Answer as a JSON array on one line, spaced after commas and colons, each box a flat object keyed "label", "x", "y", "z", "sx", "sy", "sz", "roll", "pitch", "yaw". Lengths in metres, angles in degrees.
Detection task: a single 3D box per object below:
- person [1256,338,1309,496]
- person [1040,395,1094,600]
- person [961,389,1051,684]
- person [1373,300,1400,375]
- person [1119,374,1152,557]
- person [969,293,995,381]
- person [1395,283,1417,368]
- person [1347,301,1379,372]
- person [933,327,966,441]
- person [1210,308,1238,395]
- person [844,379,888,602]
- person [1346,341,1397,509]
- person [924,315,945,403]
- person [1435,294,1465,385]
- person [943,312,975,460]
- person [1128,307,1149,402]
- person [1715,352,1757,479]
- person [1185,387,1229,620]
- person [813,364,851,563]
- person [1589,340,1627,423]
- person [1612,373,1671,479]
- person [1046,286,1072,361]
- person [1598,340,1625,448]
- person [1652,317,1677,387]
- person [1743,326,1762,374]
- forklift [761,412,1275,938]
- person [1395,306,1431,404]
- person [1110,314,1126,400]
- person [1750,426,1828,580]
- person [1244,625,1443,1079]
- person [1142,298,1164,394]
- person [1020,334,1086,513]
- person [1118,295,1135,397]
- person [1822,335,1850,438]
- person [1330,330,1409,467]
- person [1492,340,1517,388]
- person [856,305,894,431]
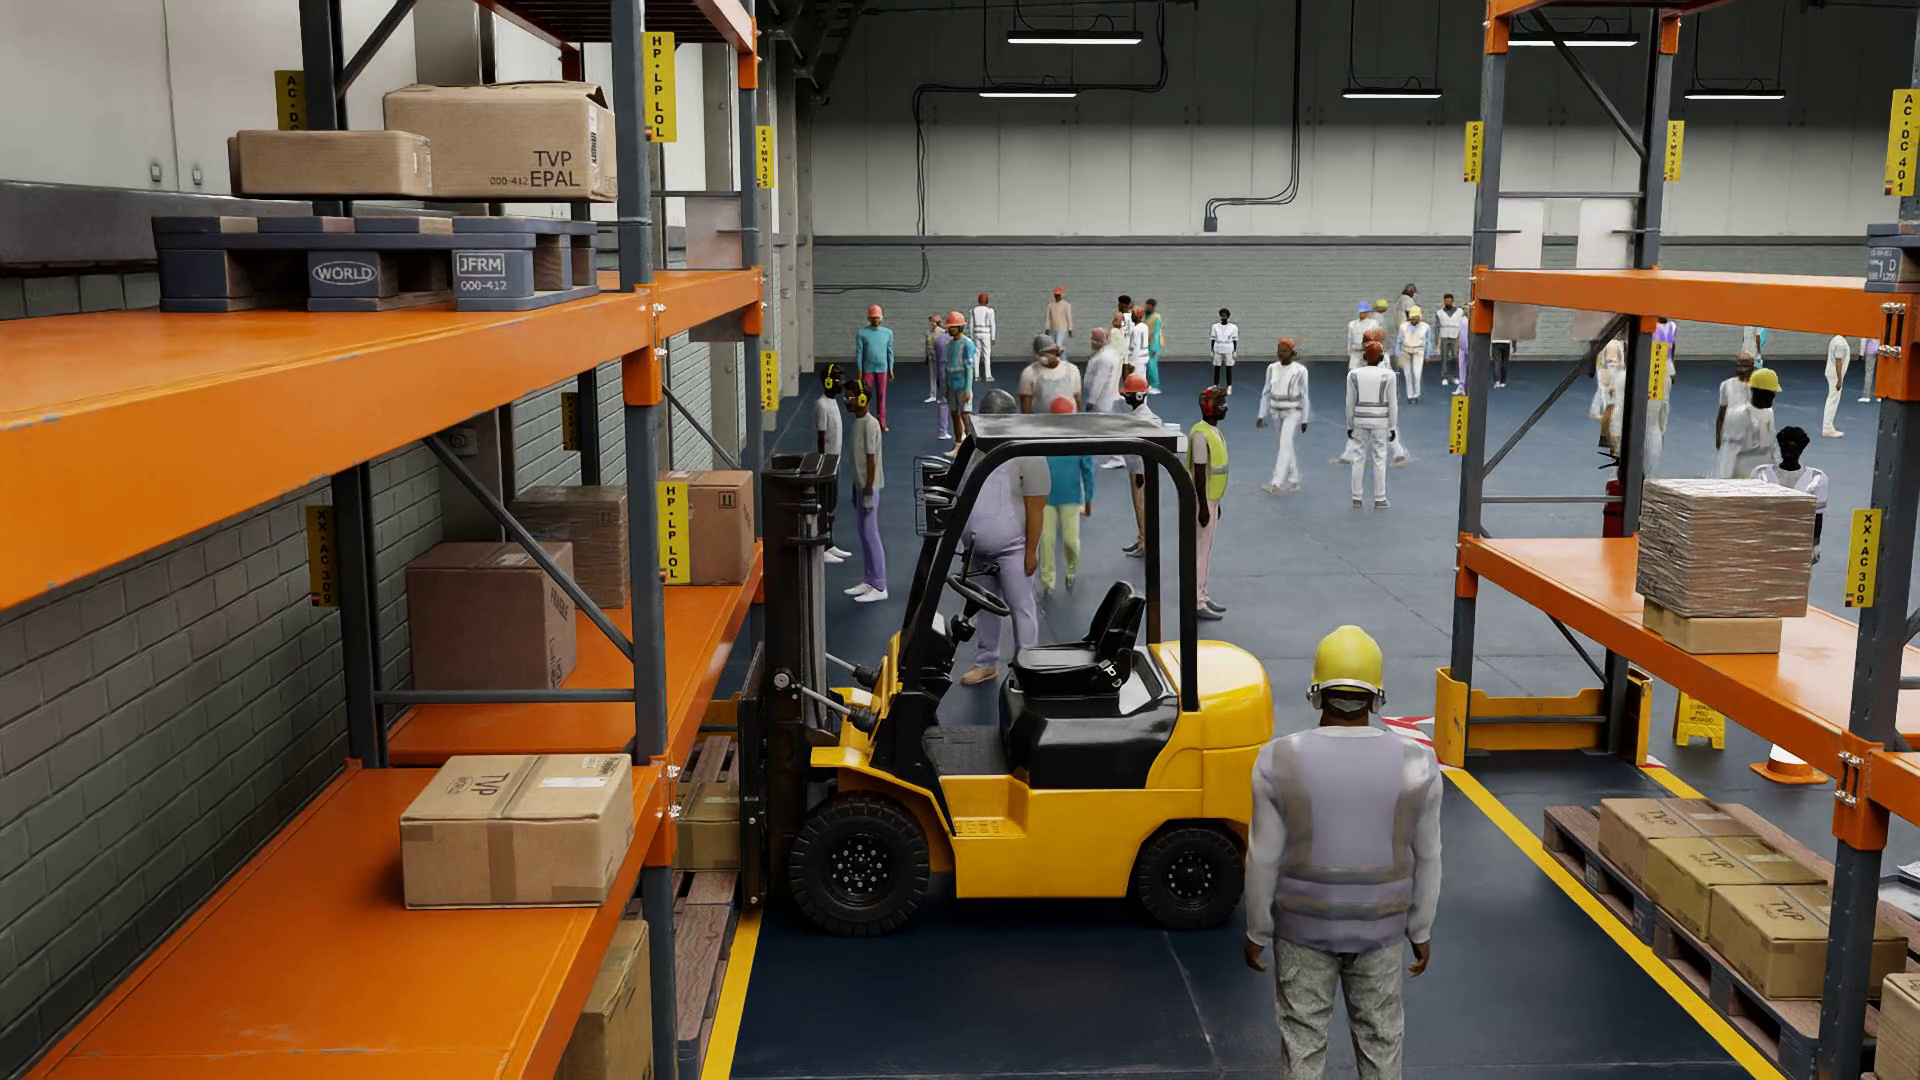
[{"label": "person", "x": 3.787, "y": -1.451, "z": 19.672, "sx": 0.955, "sy": 1.840, "sz": 0.573, "roll": -8, "pitch": 13, "yaw": -39}, {"label": "person", "x": 0.822, "y": -0.351, "z": 13.866, "sx": 0.585, "sy": 1.733, "sz": 0.393, "roll": 1, "pitch": 10, "yaw": 3}, {"label": "person", "x": 0.248, "y": -0.001, "z": 11.066, "sx": 0.535, "sy": 2.000, "sz": 0.686, "roll": -10, "pitch": 14, "yaw": -44}, {"label": "person", "x": 9.317, "y": -4.439, "z": 36.742, "sx": 0.869, "sy": 1.705, "sz": 0.505, "roll": 7, "pitch": 12, "yaw": 35}, {"label": "person", "x": 1.677, "y": -0.711, "z": 15.848, "sx": 0.355, "sy": 1.744, "sz": 0.565, "roll": 0, "pitch": 10, "yaw": 0}, {"label": "person", "x": 0.486, "y": -4.352, "z": 35.742, "sx": 0.578, "sy": 1.882, "sz": 0.346, "roll": 5, "pitch": 11, "yaw": 24}, {"label": "person", "x": 10.590, "y": -5.096, "z": 39.451, "sx": 0.567, "sy": 2.000, "sz": 0.734, "roll": -1, "pitch": 10, "yaw": -6}, {"label": "person", "x": 7.406, "y": -3.427, "z": 30.523, "sx": 0.620, "sy": 1.913, "sz": 0.903, "roll": 7, "pitch": 12, "yaw": 35}, {"label": "person", "x": -0.094, "y": -2.443, "z": 25.077, "sx": 0.648, "sy": 1.899, "sz": 0.400, "roll": 6, "pitch": 12, "yaw": 31}, {"label": "person", "x": 5.144, "y": -3.672, "z": 32.473, "sx": 0.540, "sy": 1.695, "sz": 0.317, "roll": 4, "pitch": 11, "yaw": 20}, {"label": "person", "x": -0.798, "y": -0.416, "z": 13.897, "sx": 0.324, "sy": 1.861, "sz": 0.504, "roll": -3, "pitch": 11, "yaw": -17}, {"label": "person", "x": 4.613, "y": -1.284, "z": 18.656, "sx": 0.574, "sy": 1.883, "sz": 0.356, "roll": 5, "pitch": 12, "yaw": 28}, {"label": "person", "x": -0.438, "y": -3.359, "z": 30.899, "sx": 0.521, "sy": 1.636, "sz": 0.311, "roll": 9, "pitch": 13, "yaw": 40}, {"label": "person", "x": 10.259, "y": -4.196, "z": 34.806, "sx": 0.611, "sy": 1.906, "sz": 0.477, "roll": 4, "pitch": 11, "yaw": 21}, {"label": "person", "x": -0.038, "y": -2.110, "z": 22.856, "sx": 0.402, "sy": 2.035, "sz": 0.601, "roll": -7, "pitch": 12, "yaw": -35}, {"label": "person", "x": 3.044, "y": -3.043, "z": 28.451, "sx": 0.354, "sy": 1.883, "sz": 0.572, "roll": 4, "pitch": 11, "yaw": 23}, {"label": "person", "x": 8.357, "y": -1.101, "z": 17.800, "sx": 0.503, "sy": 1.825, "sz": 0.421, "roll": 5, "pitch": 11, "yaw": 27}, {"label": "person", "x": 1.957, "y": -0.303, "z": 13.285, "sx": 0.388, "sy": 1.848, "sz": 0.564, "roll": 3, "pitch": 11, "yaw": 17}, {"label": "person", "x": -1.215, "y": -0.715, "z": 15.556, "sx": 0.316, "sy": 1.860, "sz": 0.513, "roll": 1, "pitch": 10, "yaw": 8}, {"label": "person", "x": 10.827, "y": -2.862, "z": 27.746, "sx": 0.622, "sy": 1.786, "sz": 0.990, "roll": -4, "pitch": 11, "yaw": -20}, {"label": "person", "x": 7.352, "y": -1.150, "z": 17.917, "sx": 0.690, "sy": 1.873, "sz": 0.983, "roll": -1, "pitch": 10, "yaw": -4}, {"label": "person", "x": 2.350, "y": -5.005, "z": 39.209, "sx": 0.630, "sy": 1.956, "sz": 1.006, "roll": 6, "pitch": 12, "yaw": 32}, {"label": "person", "x": 9.524, "y": -2.296, "z": 24.195, "sx": 0.388, "sy": 1.924, "sz": 0.549, "roll": 4, "pitch": 11, "yaw": 23}, {"label": "person", "x": 12.163, "y": -3.148, "z": 28.845, "sx": 0.642, "sy": 1.944, "sz": 0.480, "roll": -2, "pitch": 10, "yaw": -11}, {"label": "person", "x": 14.851, "y": -3.521, "z": 31.174, "sx": 0.330, "sy": 1.863, "sz": 0.507, "roll": -1, "pitch": 10, "yaw": -7}, {"label": "forklift", "x": 0.291, "y": 0.548, "z": 7.580, "sx": 2.313, "sy": 2.155, "sz": 1.214, "roll": 0, "pitch": 10, "yaw": -2}, {"label": "person", "x": 8.319, "y": -3.396, "z": 30.635, "sx": 0.595, "sy": 1.799, "sz": 0.787, "roll": 5, "pitch": 11, "yaw": 25}, {"label": "person", "x": 2.986, "y": -3.463, "z": 31.484, "sx": 0.264, "sy": 1.632, "sz": 0.507, "roll": 6, "pitch": 12, "yaw": 29}, {"label": "person", "x": 5.882, "y": 0.023, "z": 11.901, "sx": 0.532, "sy": 1.693, "sz": 0.319, "roll": 5, "pitch": 11, "yaw": 26}, {"label": "person", "x": 1.168, "y": 1.167, "z": 5.137, "sx": 0.597, "sy": 1.831, "sz": 0.403, "roll": 0, "pitch": 10, "yaw": 1}, {"label": "person", "x": 3.798, "y": -3.814, "z": 32.749, "sx": 0.502, "sy": 1.881, "sz": 0.686, "roll": -4, "pitch": 11, "yaw": -19}, {"label": "person", "x": 1.033, "y": -1.339, "z": 18.521, "sx": 0.733, "sy": 2.000, "sz": 0.647, "roll": -1, "pitch": 10, "yaw": -7}, {"label": "person", "x": 3.177, "y": -3.739, "z": 32.095, "sx": 0.367, "sy": 1.967, "sz": 0.600, "roll": 5, "pitch": 11, "yaw": 24}, {"label": "person", "x": 13.433, "y": -2.478, "z": 25.455, "sx": 0.344, "sy": 1.839, "sz": 0.501, "roll": 4, "pitch": 11, "yaw": 22}, {"label": "person", "x": 5.502, "y": -1.870, "z": 22.072, "sx": 0.989, "sy": 1.840, "sz": 0.579, "roll": 4, "pitch": 11, "yaw": 23}, {"label": "person", "x": 11.091, "y": -4.042, "z": 34.084, "sx": 0.603, "sy": 1.867, "sz": 0.981, "roll": 2, "pitch": 10, "yaw": 13}, {"label": "person", "x": -1.336, "y": -2.696, "z": 26.206, "sx": 0.612, "sy": 1.996, "sz": 0.388, "roll": -3, "pitch": 11, "yaw": -16}]
